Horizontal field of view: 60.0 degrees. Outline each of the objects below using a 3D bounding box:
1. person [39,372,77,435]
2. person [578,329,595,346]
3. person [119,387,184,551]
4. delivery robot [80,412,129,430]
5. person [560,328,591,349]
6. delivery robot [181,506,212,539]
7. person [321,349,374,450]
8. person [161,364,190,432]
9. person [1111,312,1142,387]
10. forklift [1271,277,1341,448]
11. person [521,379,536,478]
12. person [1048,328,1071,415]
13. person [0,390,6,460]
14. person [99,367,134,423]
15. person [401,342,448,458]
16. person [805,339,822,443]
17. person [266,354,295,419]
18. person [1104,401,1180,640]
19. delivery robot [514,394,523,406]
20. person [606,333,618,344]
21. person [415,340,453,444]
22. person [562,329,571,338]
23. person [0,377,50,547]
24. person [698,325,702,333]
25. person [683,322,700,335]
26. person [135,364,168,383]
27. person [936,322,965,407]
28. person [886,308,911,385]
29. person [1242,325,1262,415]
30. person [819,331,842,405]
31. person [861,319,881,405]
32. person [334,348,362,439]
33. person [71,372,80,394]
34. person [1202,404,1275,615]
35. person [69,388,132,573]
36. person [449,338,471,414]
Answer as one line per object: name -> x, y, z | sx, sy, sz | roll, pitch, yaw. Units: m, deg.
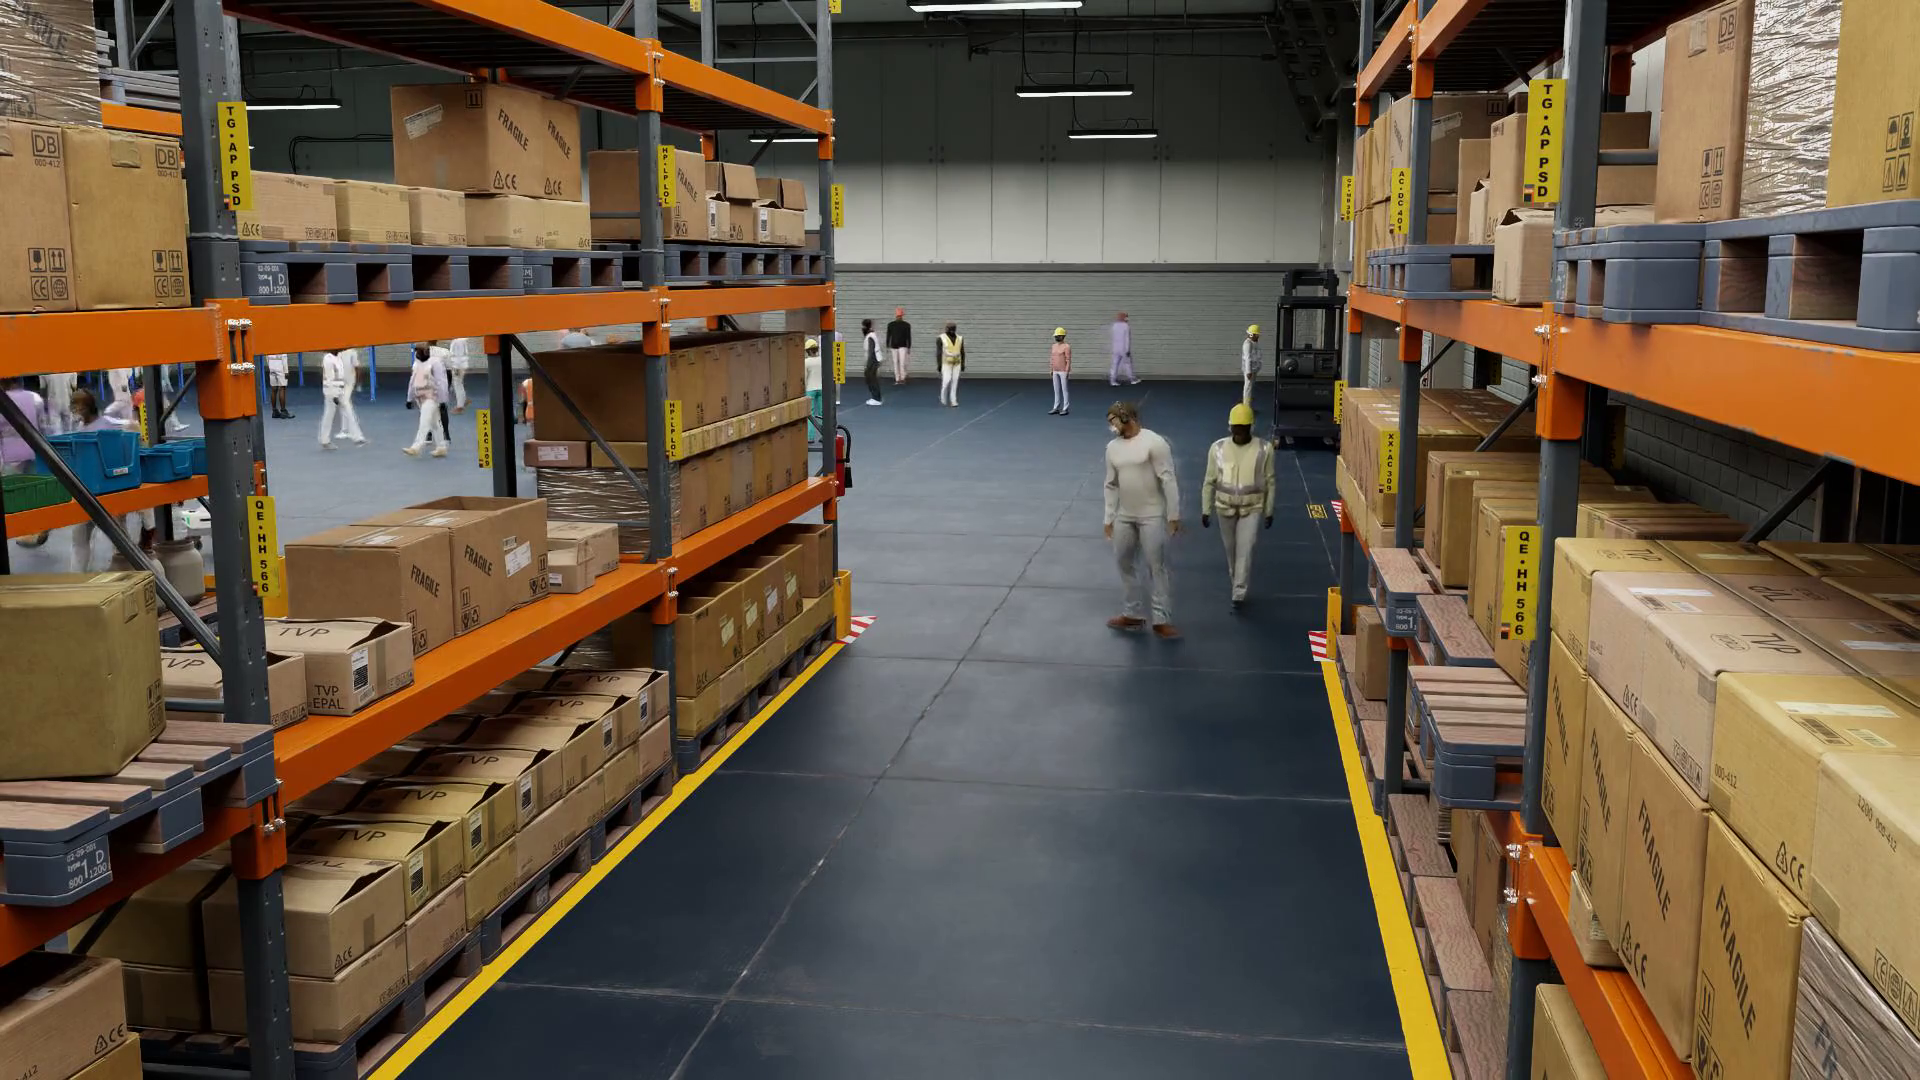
person -> -13.095, -1.905, 24.211 | 0.519, 1.839, 0.806 | -6, 11, -34
person -> -8.545, -4.025, 38.019 | 0.513, 1.599, 0.845 | 3, 10, 15
person -> -7.190, -0.421, 14.838 | 0.714, 1.894, 0.690 | 1, 9, 8
delivery robot -> -14.380, -1.905, 27.979 | 0.477, 0.478, 0.707 | 7, 11, 36
person -> -7.891, -3.534, 34.099 | 0.656, 1.876, 1.049 | -5, 10, -28
delivery robot -> -7.827, -0.218, 17.571 | 0.707, 0.478, 0.477 | -6, 11, -33
person -> -10.078, -2.397, 27.175 | 0.911, 1.847, 0.611 | 0, 9, 1
person -> -14.235, -2.682, 29.715 | 0.835, 1.597, 0.525 | -7, 11, -36
person -> 4.178, -4.826, 42.117 | 0.961, 1.858, 0.666 | -7, 12, -38
forklift -> 5.847, -3.016, 27.970 | 1.129, 2.768, 1.873 | 1, 9, 9
person -> -5.894, -1.734, 23.616 | 0.559, 1.670, 0.672 | 3, 10, 20
person -> 2.031, -3.433, 33.839 | 0.316, 1.769, 0.525 | -8, 12, -42
person -> -12.505, -1.478, 21.555 | 0.598, 1.869, 0.373 | -6, 11, -32
person -> -15.134, -2.830, 29.781 | 0.776, 1.875, 0.667 | -7, 11, -35
person -> -8.432, -2.181, 26.020 | 0.660, 1.793, 0.947 | 7, 12, 37
person -> -2.492, -2.524, 28.254 | 0.523, 1.761, 0.326 | -7, 12, -37
person -> -13.525, -3.389, 33.038 | 0.545, 1.938, 0.362 | 5, 11, 31
person -> 1.474, -0.162, 13.312 | 0.764, 1.898, 0.371 | 9, 13, 43
delivery robot -> -8.424, -2.706, 32.120 | 0.335, 0.223, 0.698 | -4, 10, -22
person -> -7.249, -3.506, 34.740 | 0.513, 1.623, 0.356 | -8, 12, -42
person -> -8.918, -2.623, 28.224 | 0.607, 1.966, 0.367 | -3, 10, -16
person -> -9.326, -4.479, 39.882 | 0.435, 1.892, 0.679 | -1, 9, -7
person -> -9.829, -0.901, 17.470 | 0.749, 2.018, 0.616 | 4, 10, 22
person -> -5.169, -3.318, 32.886 | 0.506, 1.846, 0.346 | 2, 9, 13
person -> -4.934, -2.970, 30.268 | 0.984, 2.000, 0.702 | 3, 10, 20
person -> -15.780, -3.262, 32.426 | 0.566, 1.880, 1.010 | -1, 9, -7
person -> -0.186, -3.797, 35.916 | 0.627, 1.827, 0.446 | -4, 10, -25
person -> -1.591, -4.911, 42.362 | 0.619, 1.958, 0.903 | 2, 9, 10
person -> 5.913, -3.441, 33.696 | 0.404, 1.829, 0.596 | 3, 10, 20
person -> -2.824, -3.883, 36.114 | 0.585, 1.927, 0.373 | -7, 11, -37
person -> -1.936, -3.881, 36.256 | 0.484, 1.873, 0.634 | -2, 9, -12
person -> -10.781, -2.681, 28.973 | 0.504, 1.836, 0.849 | 5, 10, 26
person -> -18.159, -3.526, 33.702 | 0.622, 1.993, 0.382 | -2, 9, -10
person -> 2.424, -0.304, 14.480 | 0.608, 1.790, 0.934 | 3, 10, 19
person -> -7.617, -0.367, 14.524 | 0.632, 1.896, 0.842 | 7, 11, 37
person -> -10.280, -3.552, 34.029 | 0.424, 1.935, 0.641 | -4, 10, -24
